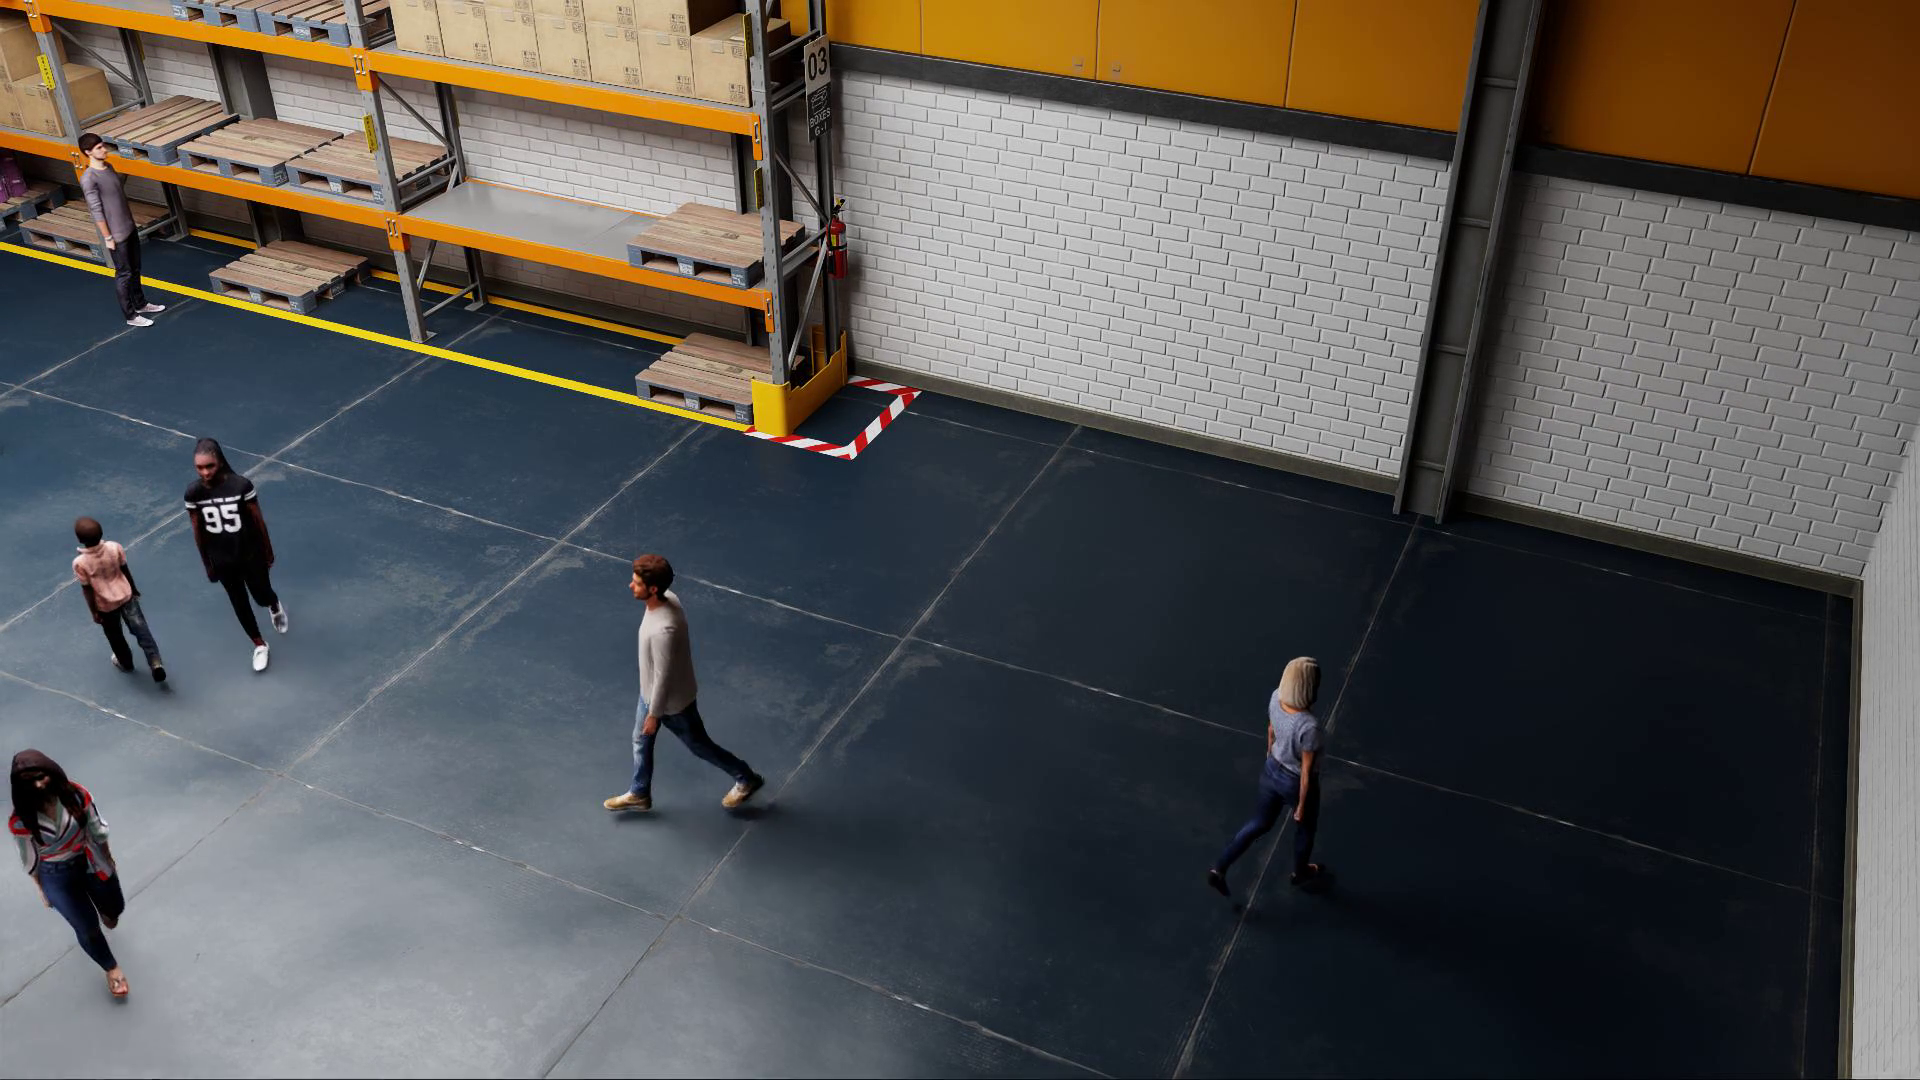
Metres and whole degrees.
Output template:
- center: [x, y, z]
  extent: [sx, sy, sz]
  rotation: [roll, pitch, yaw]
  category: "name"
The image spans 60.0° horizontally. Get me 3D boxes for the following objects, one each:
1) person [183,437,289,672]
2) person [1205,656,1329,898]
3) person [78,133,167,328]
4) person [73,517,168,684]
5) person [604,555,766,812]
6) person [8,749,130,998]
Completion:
- center: [-4.932, 0.056, 11.365]
  extent: [0.840, 1.721, 0.885]
  rotation: [-7, 34, -11]
  category: "person"
- center: [1.787, 1.381, 9.391]
  extent: [1.041, 1.699, 1.049]
  rotation: [-16, 37, -22]
  category: "person"
- center: [-8.008, -2.959, 15.781]
  extent: [0.716, 1.854, 0.747]
  rotation: [-1, 34, -2]
  category: "person"
- center: [-5.677, 0.415, 11.212]
  extent: [0.903, 1.292, 0.673]
  rotation: [26, 42, 34]
  category: "person"
- center: [-1.641, 0.918, 9.942]
  extent: [1.256, 1.862, 1.179]
  rotation: [-11, 35, -15]
  category: "person"
- center: [-4.786, 1.735, 8.951]
  extent: [0.821, 1.597, 0.963]
  rotation: [-24, 40, -31]
  category: "person"
